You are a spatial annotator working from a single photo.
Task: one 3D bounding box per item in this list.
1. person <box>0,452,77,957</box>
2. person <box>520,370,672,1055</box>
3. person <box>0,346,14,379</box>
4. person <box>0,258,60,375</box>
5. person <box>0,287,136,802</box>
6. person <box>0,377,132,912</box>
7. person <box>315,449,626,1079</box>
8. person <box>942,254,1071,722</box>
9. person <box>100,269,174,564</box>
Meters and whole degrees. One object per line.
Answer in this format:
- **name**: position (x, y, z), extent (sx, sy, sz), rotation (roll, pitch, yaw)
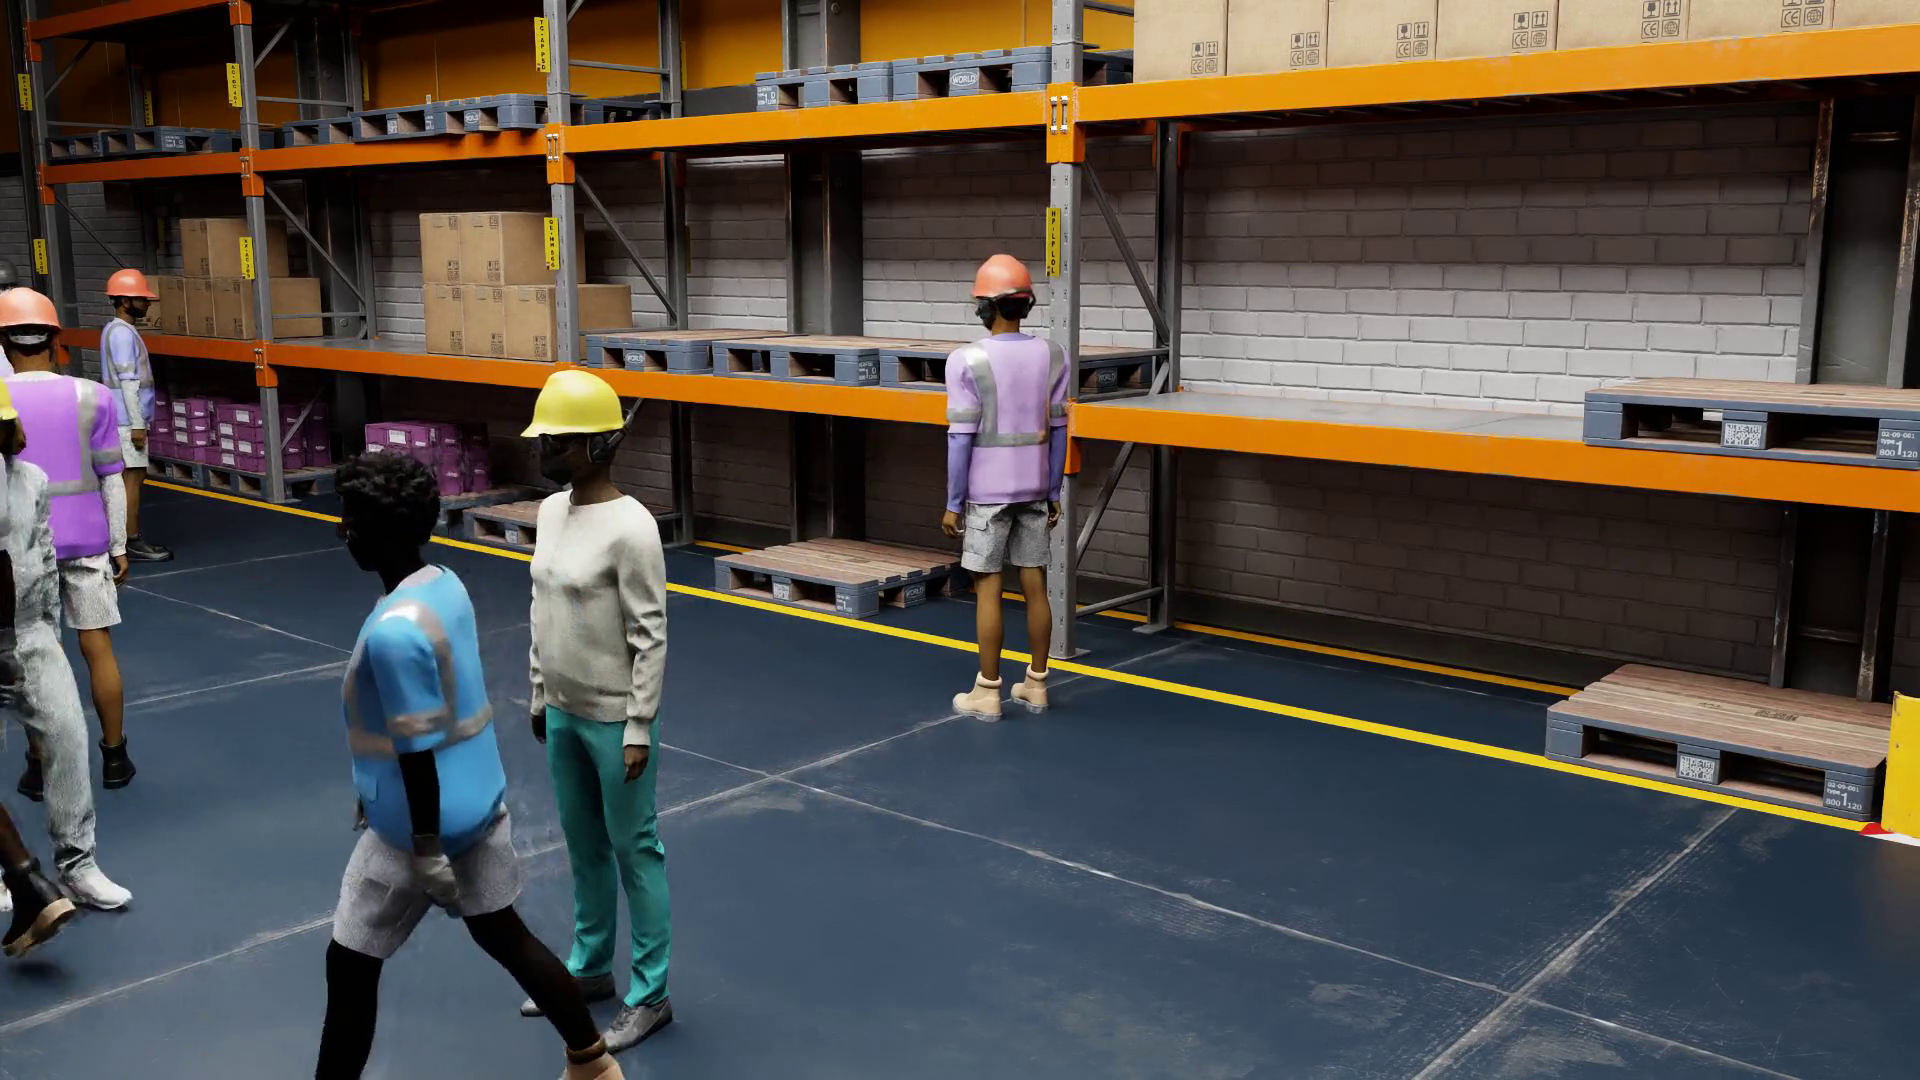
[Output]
- **person**: position (-2.849, 0.317, 4.536), extent (0.442, 1.948, 0.616), rotation (3, 10, 14)
- **person**: position (-0.960, 0.443, 4.340), extent (0.525, 1.769, 0.313), rotation (9, 14, 43)
- **person**: position (-4.521, -0.200, 7.547), extent (0.484, 1.922, 0.652), rotation (6, 12, 32)
- **person**: position (-7.260, -1.180, 12.802), extent (0.991, 2.000, 0.709), rotation (6, 12, 32)
- **person**: position (-3.438, 0.021, 6.282), extent (0.543, 1.928, 0.370), rotation (-7, 12, -33)
- **person**: position (-2.904, 0.332, 5.080), extent (0.719, 1.714, 0.517), rotation (6, 11, 29)
- **person**: position (-1.190, 0.606, 3.772), extent (0.863, 1.645, 0.521), rotation (0, 10, -1)
- **person**: position (0.191, -0.222, 7.328), extent (0.609, 2.047, 0.370), rotation (-6, 11, -30)
- **person**: position (-5.463, -0.818, 11.031), extent (0.376, 1.935, 0.550), rotation (-6, 12, -31)
